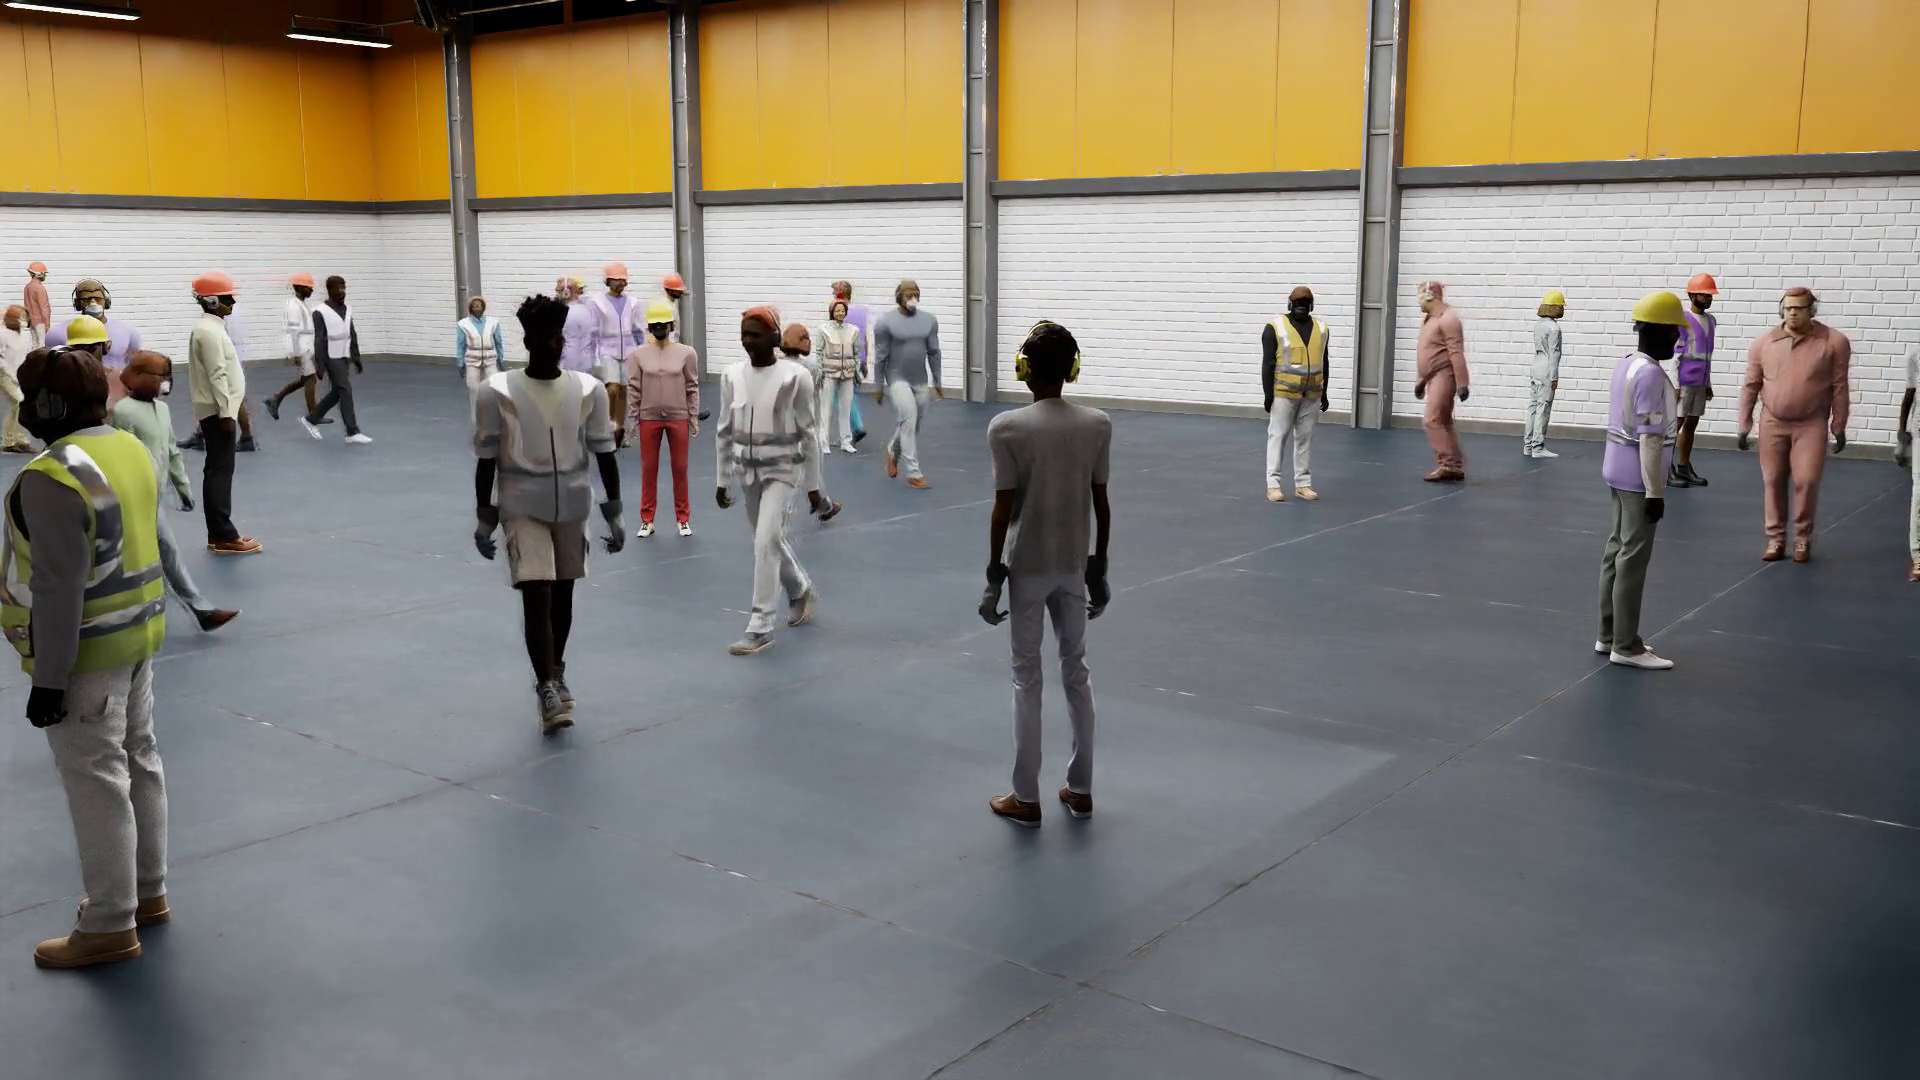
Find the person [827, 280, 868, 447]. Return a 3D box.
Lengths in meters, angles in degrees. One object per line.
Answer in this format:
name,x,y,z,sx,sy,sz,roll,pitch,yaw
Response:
person,-1.254,-1.916,18.177,0.451,1.825,0.572,7,12,34

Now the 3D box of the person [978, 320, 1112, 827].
person,0.315,0.127,6.164,0.532,1.870,0.316,-4,11,-23

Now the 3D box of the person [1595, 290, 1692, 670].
person,3.506,-0.312,8.547,0.373,1.927,0.585,1,10,7

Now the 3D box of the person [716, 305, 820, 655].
person,-1.020,-0.356,9.088,0.589,1.846,0.936,5,11,27

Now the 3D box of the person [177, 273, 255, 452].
person,-7.986,-1.857,17.610,0.920,1.895,0.538,-4,11,-23

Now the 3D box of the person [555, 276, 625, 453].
person,-3.893,-1.758,17.088,0.719,1.890,0.652,0,10,0

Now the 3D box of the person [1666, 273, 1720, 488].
person,6.666,-1.446,15.119,0.547,1.938,0.377,-6,11,-29

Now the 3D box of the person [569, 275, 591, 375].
person,-5.392,-2.831,23.533,0.429,1.812,0.614,4,10,21

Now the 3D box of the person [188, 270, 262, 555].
person,-5.225,-0.898,11.764,0.379,1.996,0.611,-6,11,-30

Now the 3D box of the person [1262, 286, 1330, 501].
person,2.892,-1.251,14.272,0.626,1.840,0.430,-3,10,-15

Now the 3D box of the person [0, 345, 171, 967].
person,-2.622,0.343,4.989,0.429,1.844,0.625,-1,10,-5

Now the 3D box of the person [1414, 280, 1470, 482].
person,4.482,-1.464,15.435,0.555,1.867,0.664,0,10,2

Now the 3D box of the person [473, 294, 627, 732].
person,-1.805,-0.114,7.429,0.633,1.912,0.944,-6,11,-30

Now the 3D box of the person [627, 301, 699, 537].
person,-2.209,-0.894,12.410,0.533,1.767,0.323,-1,10,-7

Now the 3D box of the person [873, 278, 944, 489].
person,-0.522,-1.445,15.223,0.640,1.909,0.894,-6,12,-32

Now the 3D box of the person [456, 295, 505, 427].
person,-5.621,-2.051,19.509,0.558,1.627,0.356,-5,11,-27

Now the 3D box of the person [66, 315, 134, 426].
person,-4.927,-0.401,9.537,0.532,1.767,0.328,-2,10,-12

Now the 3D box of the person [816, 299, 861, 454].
person,-1.291,-1.735,17.669,0.515,1.641,0.315,-5,11,-25

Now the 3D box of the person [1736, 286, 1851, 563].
person,5.655,-0.774,11.344,0.681,1.889,0.502,7,12,37

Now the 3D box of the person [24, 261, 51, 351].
person,-14.965,-3.527,27.080,0.622,1.991,0.398,7,12,37

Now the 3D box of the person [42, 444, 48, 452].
person,-3.564,0.118,6.717,0.318,1.695,0.539,-6,12,-33

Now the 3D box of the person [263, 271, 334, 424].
person,-8.263,-2.377,20.648,0.757,1.909,0.542,-2,10,-12

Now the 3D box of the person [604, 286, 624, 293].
person,-5.711,-3.604,27.775,0.406,1.906,0.654,-5,11,-26

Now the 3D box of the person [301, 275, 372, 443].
person,-7.076,-2.034,18.710,0.886,1.882,0.649,3,10,15

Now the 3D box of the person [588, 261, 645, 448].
person,-3.696,-2.001,18.077,0.635,2.029,0.525,-7,12,-35

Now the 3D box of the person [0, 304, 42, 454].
person,-9.903,-1.669,17.415,0.599,1.586,0.515,1,10,6

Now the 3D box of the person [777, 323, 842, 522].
person,-1.253,-0.863,12.766,0.506,1.580,0.882,5,11,26

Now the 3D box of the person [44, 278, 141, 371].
person,-6.098,-0.875,11.791,0.627,1.940,0.371,-8,12,-38

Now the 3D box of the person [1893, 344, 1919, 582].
person,6.406,-0.671,10.862,0.530,1.853,0.642,6,12,33

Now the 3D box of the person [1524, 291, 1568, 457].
person,6.125,-1.727,17.354,0.333,1.733,0.480,-1,10,-6

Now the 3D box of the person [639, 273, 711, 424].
person,-3.567,-2.349,20.535,0.947,1.876,0.571,0,10,1

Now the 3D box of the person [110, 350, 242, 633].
person,-4.453,-0.256,9.205,0.891,1.574,0.513,0,10,-1
